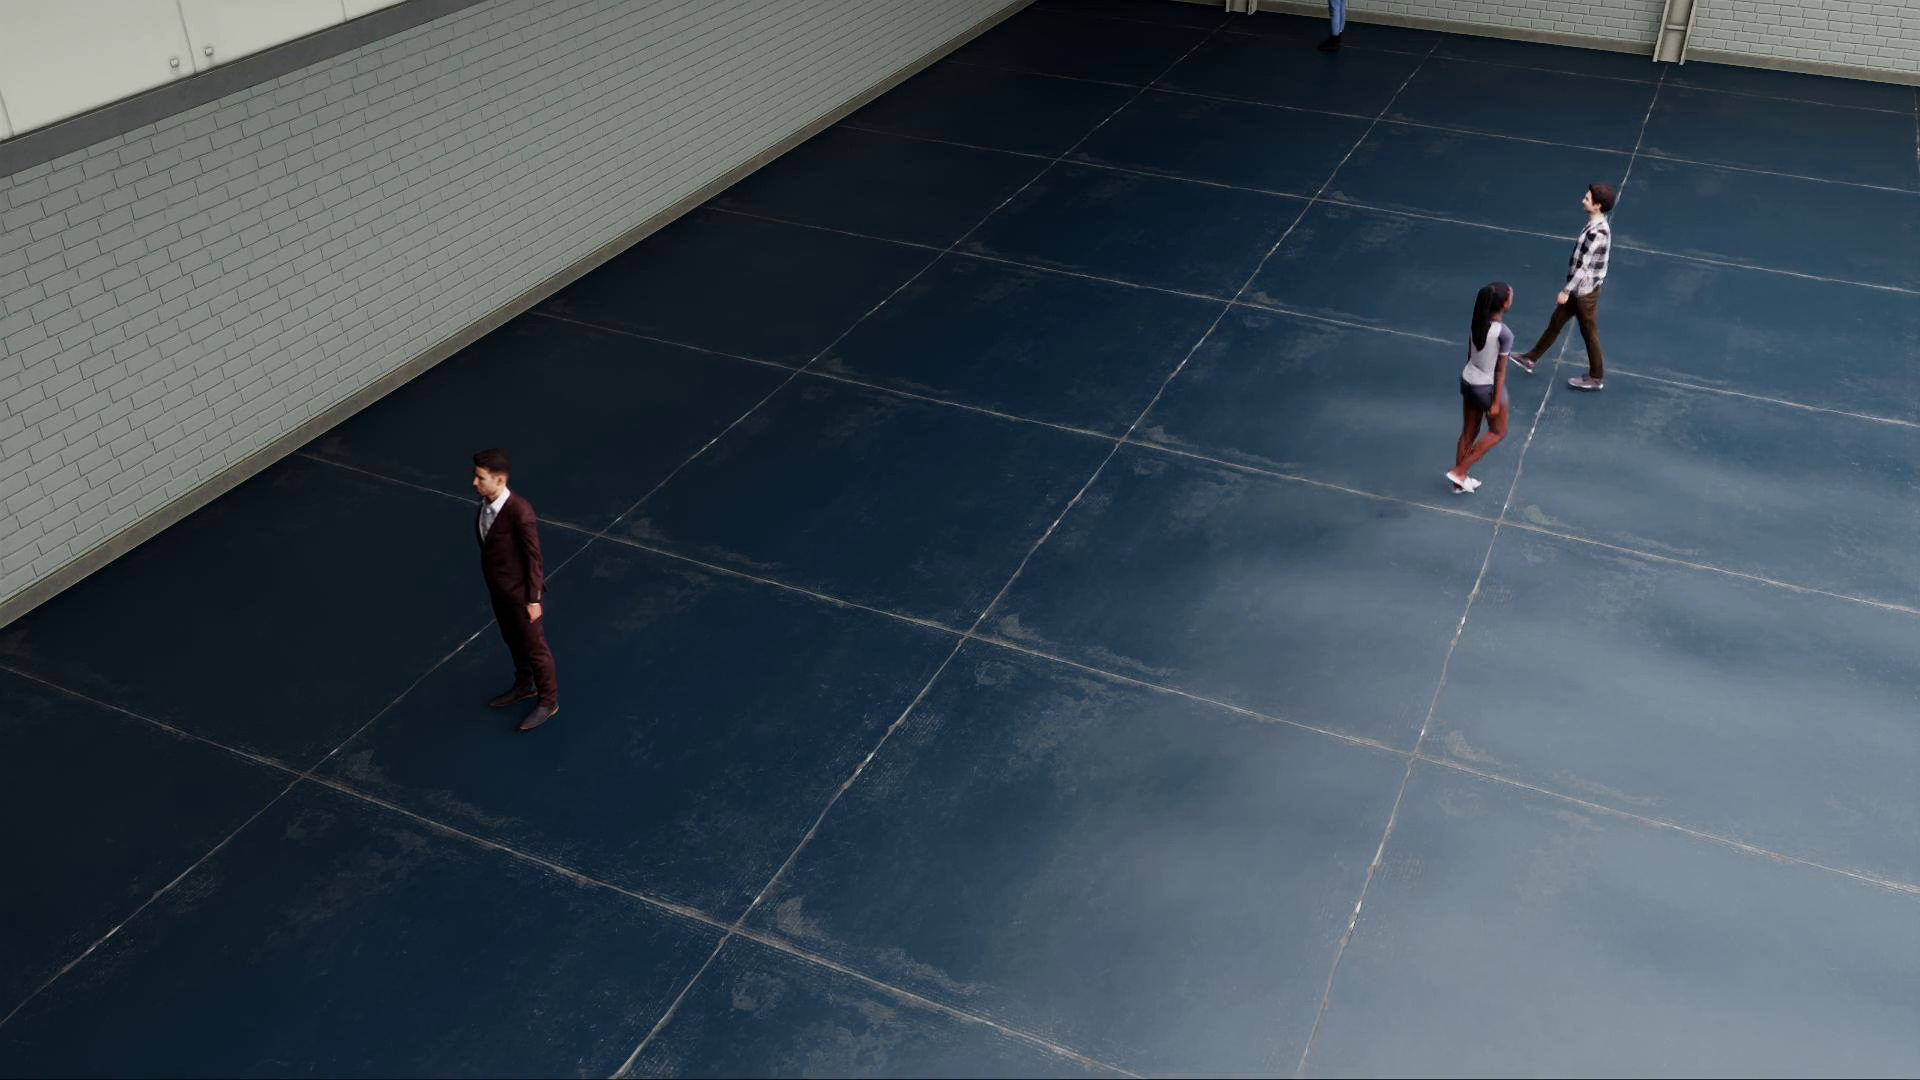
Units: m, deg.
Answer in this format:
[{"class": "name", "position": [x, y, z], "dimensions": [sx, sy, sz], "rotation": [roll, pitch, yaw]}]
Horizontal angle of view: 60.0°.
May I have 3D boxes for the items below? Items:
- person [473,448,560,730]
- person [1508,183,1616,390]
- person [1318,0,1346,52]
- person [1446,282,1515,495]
[{"class": "person", "position": [-2.692, 0.263, 10.050], "dimensions": [0.823, 1.865, 0.679], "rotation": [-27, 41, -35]}, {"class": "person", "position": [5.282, -2.060, 13.824], "dimensions": [1.071, 1.768, 0.661], "rotation": [12, 34, 18]}, {"class": "person", "position": [5.139, -7.513, 22.529], "dimensions": [0.555, 1.702, 0.577], "rotation": [18, 36, 26]}, {"class": "person", "position": [3.801, -1.087, 12.331], "dimensions": [0.818, 1.714, 0.755], "rotation": [-12, 34, -18]}]
